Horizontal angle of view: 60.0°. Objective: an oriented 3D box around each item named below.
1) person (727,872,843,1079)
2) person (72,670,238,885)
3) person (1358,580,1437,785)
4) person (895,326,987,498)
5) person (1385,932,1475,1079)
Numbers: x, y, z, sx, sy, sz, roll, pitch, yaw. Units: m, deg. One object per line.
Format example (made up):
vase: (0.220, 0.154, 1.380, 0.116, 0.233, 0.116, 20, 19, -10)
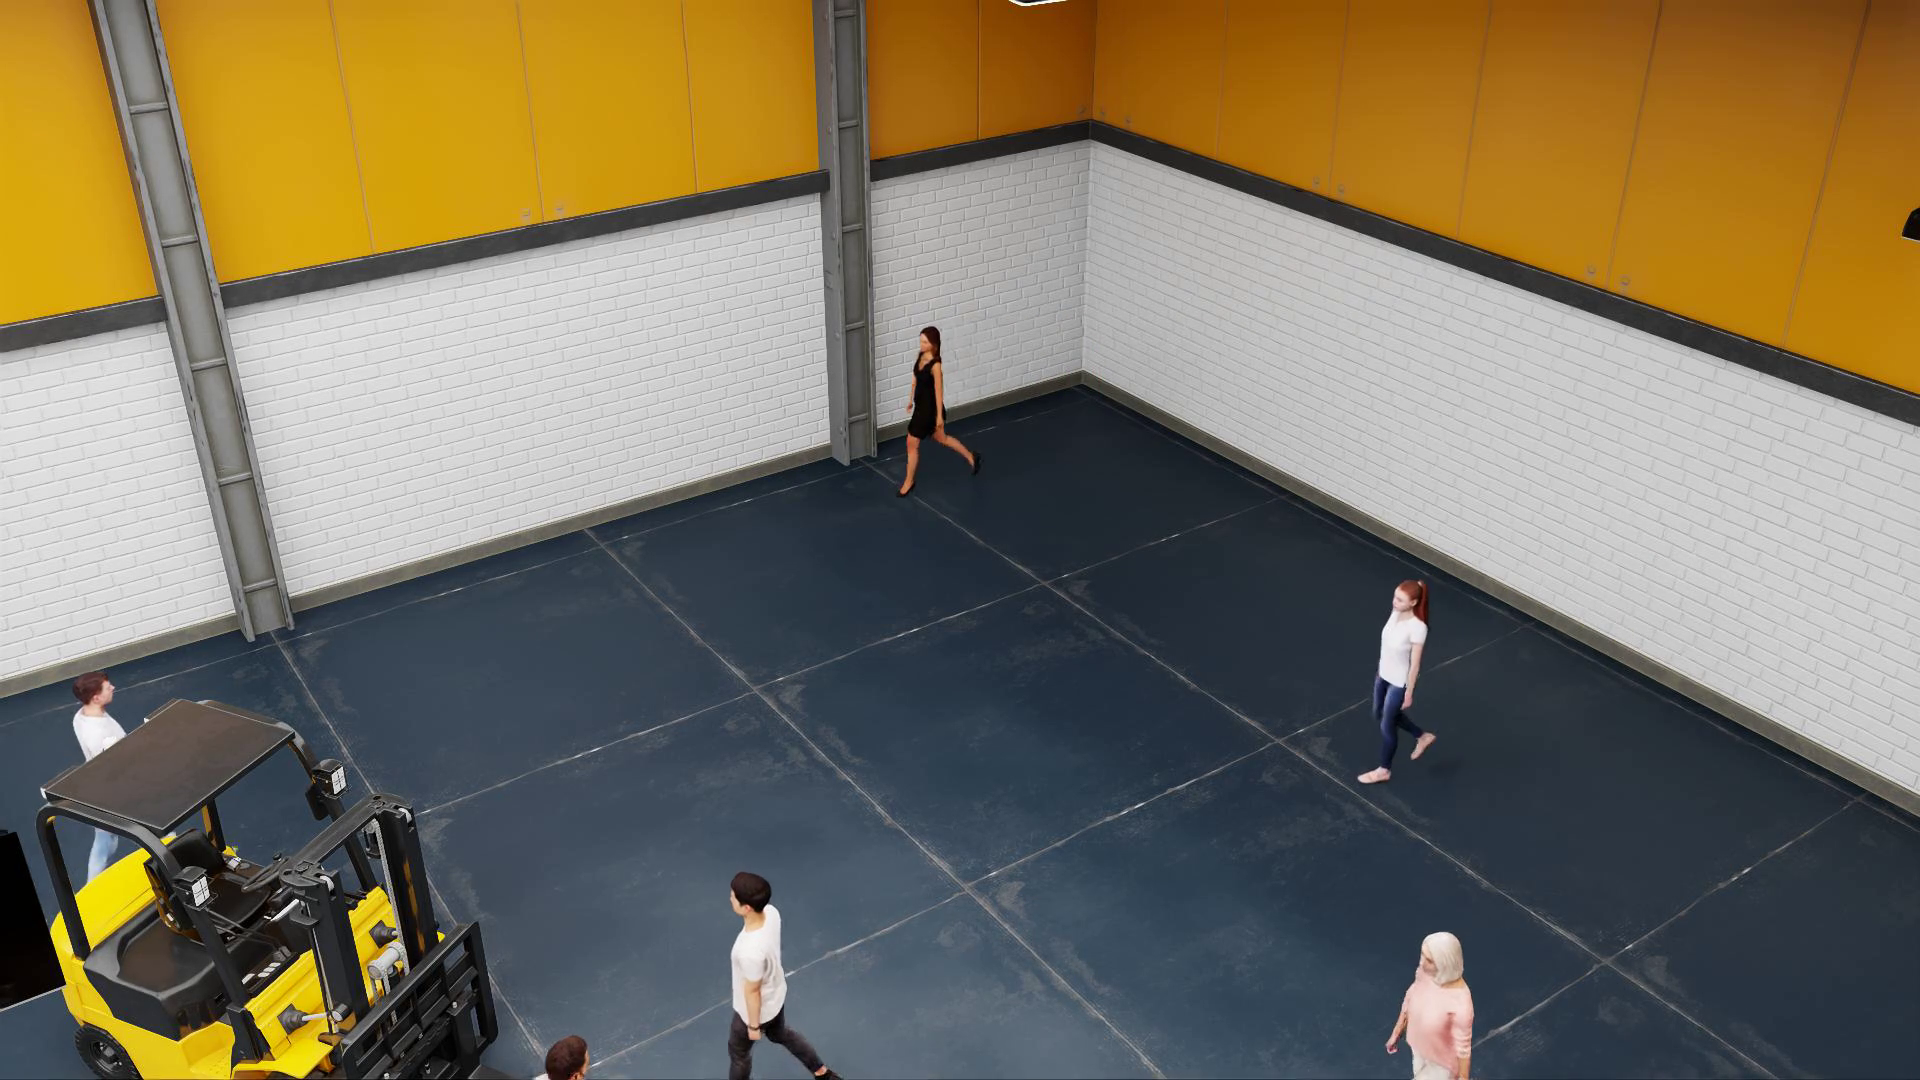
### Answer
person: (-1.058, 2.575, 9.375, 1.120, 1.694, 1.059, 5, 29, 10)
person: (-5.587, 1.719, 10.836, 1.222, 1.797, 0.790, -23, 36, -36)
person: (3.286, 1.027, 12.182, 0.946, 1.723, 0.783, -5, 29, -9)
person: (-0.217, -1.243, 16.271, 1.215, 1.793, 0.763, -10, 30, -18)
person: (2.650, 2.774, 9.000, 0.819, 1.704, 0.757, -7, 29, -12)
